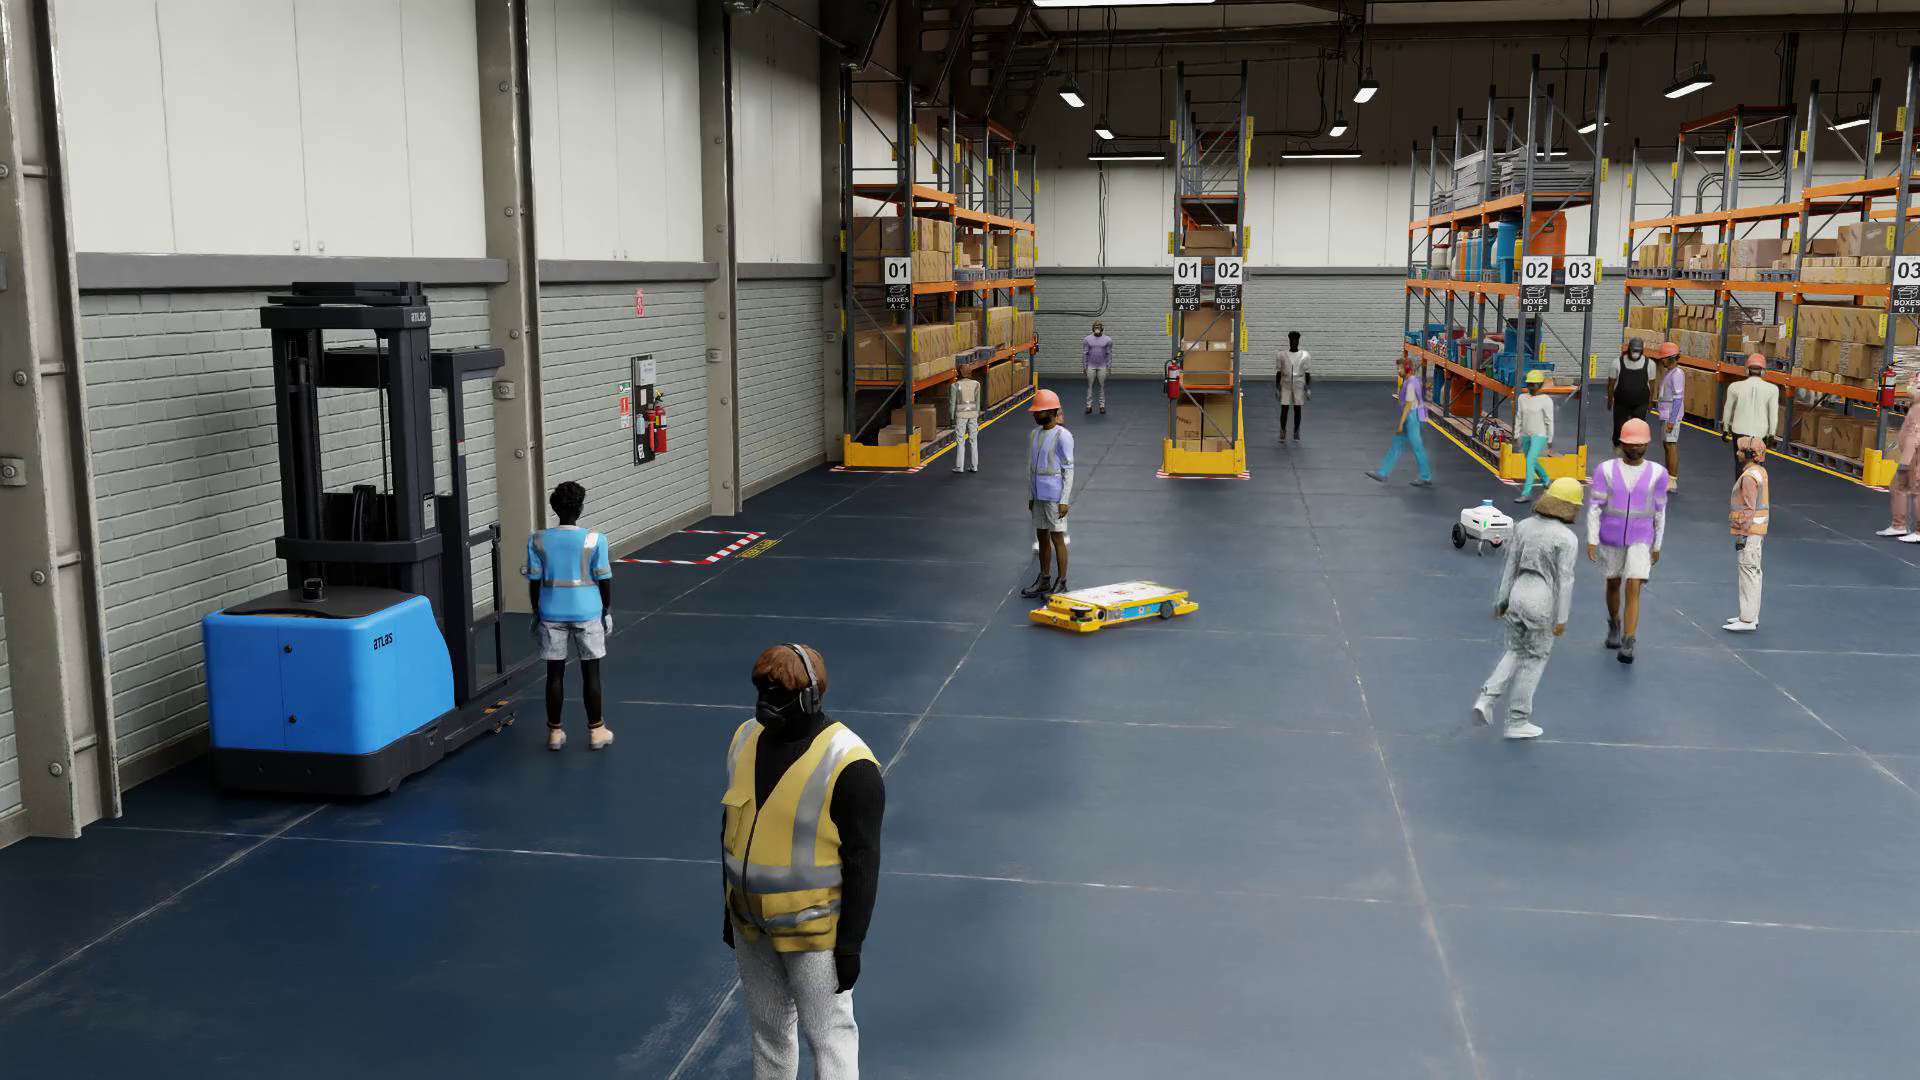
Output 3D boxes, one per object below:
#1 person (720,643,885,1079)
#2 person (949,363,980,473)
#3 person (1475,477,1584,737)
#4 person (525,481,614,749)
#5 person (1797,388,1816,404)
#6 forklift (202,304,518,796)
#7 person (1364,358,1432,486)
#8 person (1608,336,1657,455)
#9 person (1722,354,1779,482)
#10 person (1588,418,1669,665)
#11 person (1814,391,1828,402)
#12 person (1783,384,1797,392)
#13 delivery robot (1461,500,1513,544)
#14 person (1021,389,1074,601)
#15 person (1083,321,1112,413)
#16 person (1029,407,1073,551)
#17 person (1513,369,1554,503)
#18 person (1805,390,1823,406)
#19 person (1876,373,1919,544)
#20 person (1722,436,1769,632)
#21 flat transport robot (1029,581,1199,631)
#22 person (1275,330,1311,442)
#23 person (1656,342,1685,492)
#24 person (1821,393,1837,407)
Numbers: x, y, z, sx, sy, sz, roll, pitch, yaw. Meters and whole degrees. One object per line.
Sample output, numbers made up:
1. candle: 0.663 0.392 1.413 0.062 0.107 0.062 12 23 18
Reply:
1. person: -0.542 1.235 5.360 0.627 1.844 0.429 7 11 36
2. person: 0.077 -1.822 24.869 0.507 1.629 0.316 -4 10 -25
3. person: 3.700 0.440 10.672 0.516 1.700 0.539 -5 10 -26
4. person: -2.468 0.476 10.494 0.569 1.691 0.318 0 9 3
5. person: 16.741 -3.230 32.815 0.608 1.866 0.435 1 9 7
6. forklift: -3.673 -0.038 10.147 1.129 2.768 1.873 1 9 9
7. person: 6.187 -1.649 23.294 0.971 1.787 0.587 2 9 10
8. person: 10.579 -2.224 26.211 0.694 2.000 0.723 3 10 17
9. person: 10.066 -1.393 21.240 0.618 1.944 1.008 3 10 18
10. person: 5.194 -0.013 12.961 0.551 1.883 1.053 4 10 24
11. person: 19.735 -4.183 38.164 0.615 2.039 0.387 -1 9 -5
12. person: 17.399 -3.522 34.842 0.635 1.801 0.938 3 10 17
13. delivery robot: 5.682 -0.189 17.942 0.477 0.478 0.707 -1 9 -4
14. person: 0.794 -0.410 15.214 0.364 1.934 0.553 -6 11 -33
15. person: 2.912 -3.664 35.278 0.628 1.940 0.373 1 9 6
16. person: 0.978 -0.684 17.974 0.512 1.589 0.841 4 10 21
17. person: 7.582 -1.380 21.805 0.820 1.735 0.517 -6 11 -31
18. person: 18.714 -3.698 36.423 0.501 1.632 0.280 3 10 17
19. person: 10.506 -0.915 18.466 0.691 1.882 0.680 6 11 32
20. person: 6.599 -0.054 13.931 0.311 1.638 0.523 6 11 33
21. flat transport robot: 1.351 0.561 14.481 1.431 0.197 0.652 -7 12 -39
22. person: 5.874 -2.723 29.390 0.606 1.966 0.369 2 9 13
23. person: 9.691 -1.684 22.776 0.396 2.033 0.605 2 10 14
24. person: 19.375 -3.867 36.968 0.623 1.787 0.927 3 10 17
